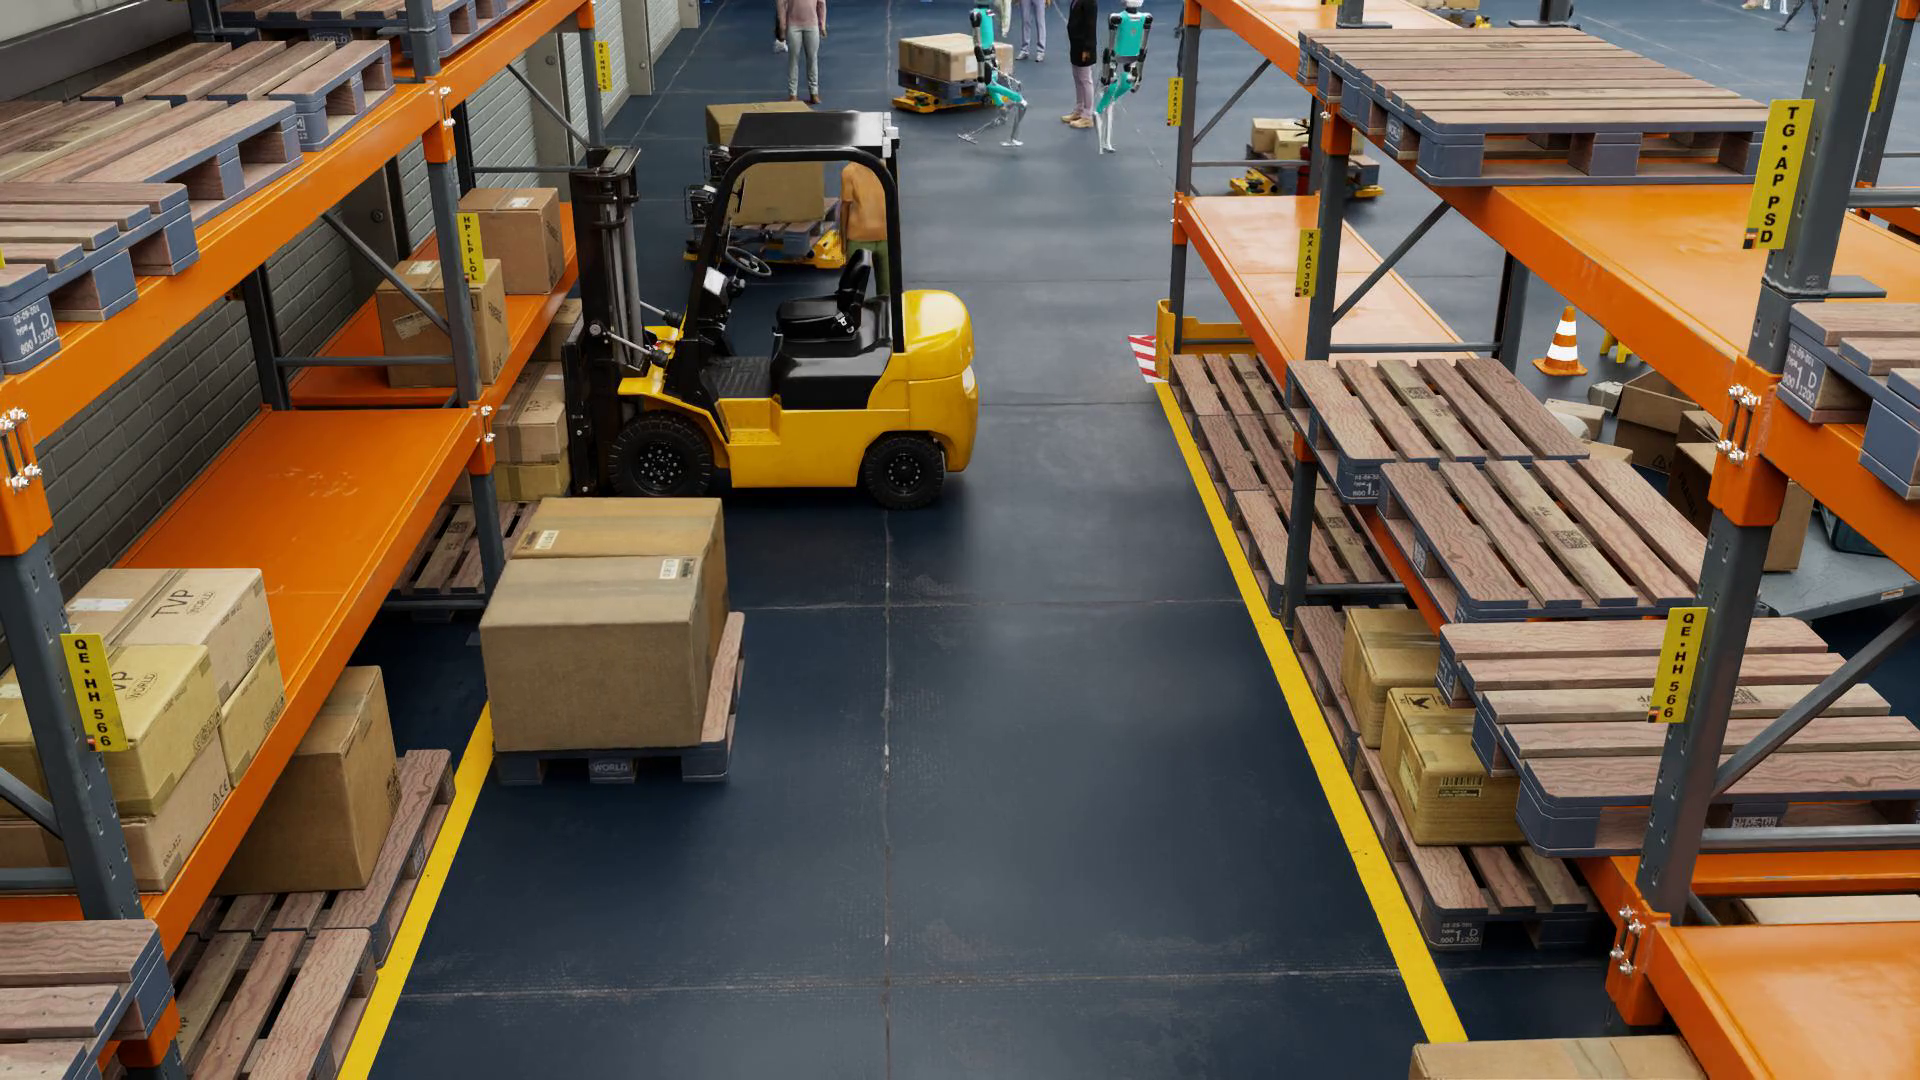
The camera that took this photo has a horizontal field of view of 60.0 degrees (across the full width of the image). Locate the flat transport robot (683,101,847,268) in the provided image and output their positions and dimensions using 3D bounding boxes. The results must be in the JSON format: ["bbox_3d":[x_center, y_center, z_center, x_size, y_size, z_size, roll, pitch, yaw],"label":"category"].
[{"bbox_3d":[-1.693,-2.633,14.878,1.431,0.231,0.659,4,26,9],"label":"flat transport robot"}]

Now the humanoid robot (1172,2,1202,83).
[{"bbox_3d":[3.099,-6.984,22.439,0.329,1.647,0.599,14,28,26],"label":"humanoid robot"}]

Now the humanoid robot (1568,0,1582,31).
[{"bbox_3d":[6.721,-5.235,18.734,0.585,1.652,0.327,-10,27,-21],"label":"humanoid robot"}]

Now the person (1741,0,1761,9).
[{"bbox_3d":[14.085,-10.303,29.252,0.487,1.872,0.617,-14,29,-27],"label":"person"}]

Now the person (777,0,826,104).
[{"bbox_3d":[-2.007,-6.553,21.228,0.626,1.940,0.372,-5,26,-10],"label":"person"}]

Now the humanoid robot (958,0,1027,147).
[{"bbox_3d":[0.469,-5.204,18.642,0.988,1.757,0.547,7,26,15],"label":"humanoid robot"}]

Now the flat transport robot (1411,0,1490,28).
[{"bbox_3d":[7.935,-8.468,27.236,1.431,0.231,0.659,6,26,13],"label":"flat transport robot"}]

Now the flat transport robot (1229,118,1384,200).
[{"bbox_3d":[3.553,-3.655,17.043,1.431,0.231,0.659,-4,26,-8],"label":"flat transport robot"}]

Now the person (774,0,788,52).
[{"bbox_3d":[-2.637,-8.273,24.932,0.469,1.881,0.562,-2,25,-4],"label":"person"}]

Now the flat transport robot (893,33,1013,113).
[{"bbox_3d":[-0.093,-5.700,21.374,1.431,0.231,0.659,-16,30,-30],"label":"flat transport robot"}]

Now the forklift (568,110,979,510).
[{"bbox_3d":[-1.043,-1.379,9.976,2.313,2.155,1.214,-1,25,-2],"label":"forklift"}]

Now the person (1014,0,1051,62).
[{"bbox_3d":[1.076,-7.953,24.297,0.568,1.844,0.378,11,27,22],"label":"person"}]

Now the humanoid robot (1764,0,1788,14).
[{"bbox_3d":[14.469,-10.094,29.023,0.577,1.787,0.920,-2,25,-4],"label":"humanoid robot"}]

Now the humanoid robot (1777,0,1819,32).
[{"bbox_3d":[13.770,-9.035,26.842,0.785,1.621,0.601,14,29,27],"label":"humanoid robot"}]

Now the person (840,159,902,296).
[{"bbox_3d":[-0.654,-2.205,12.275,0.458,1.717,0.369,-5,26,-11],"label":"person"}]

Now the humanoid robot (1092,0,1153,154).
[{"bbox_3d":[1.718,-5.152,18.593,0.557,1.846,0.816,-12,28,-23],"label":"humanoid robot"}]

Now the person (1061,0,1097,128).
[{"bbox_3d":[1.465,-5.914,19.969,0.404,1.854,0.543,-6,26,-12],"label":"person"}]

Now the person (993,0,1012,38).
[{"bbox_3d":[0.711,-8.955,26.550,0.561,1.722,0.696,6,26,12],"label":"person"}]
